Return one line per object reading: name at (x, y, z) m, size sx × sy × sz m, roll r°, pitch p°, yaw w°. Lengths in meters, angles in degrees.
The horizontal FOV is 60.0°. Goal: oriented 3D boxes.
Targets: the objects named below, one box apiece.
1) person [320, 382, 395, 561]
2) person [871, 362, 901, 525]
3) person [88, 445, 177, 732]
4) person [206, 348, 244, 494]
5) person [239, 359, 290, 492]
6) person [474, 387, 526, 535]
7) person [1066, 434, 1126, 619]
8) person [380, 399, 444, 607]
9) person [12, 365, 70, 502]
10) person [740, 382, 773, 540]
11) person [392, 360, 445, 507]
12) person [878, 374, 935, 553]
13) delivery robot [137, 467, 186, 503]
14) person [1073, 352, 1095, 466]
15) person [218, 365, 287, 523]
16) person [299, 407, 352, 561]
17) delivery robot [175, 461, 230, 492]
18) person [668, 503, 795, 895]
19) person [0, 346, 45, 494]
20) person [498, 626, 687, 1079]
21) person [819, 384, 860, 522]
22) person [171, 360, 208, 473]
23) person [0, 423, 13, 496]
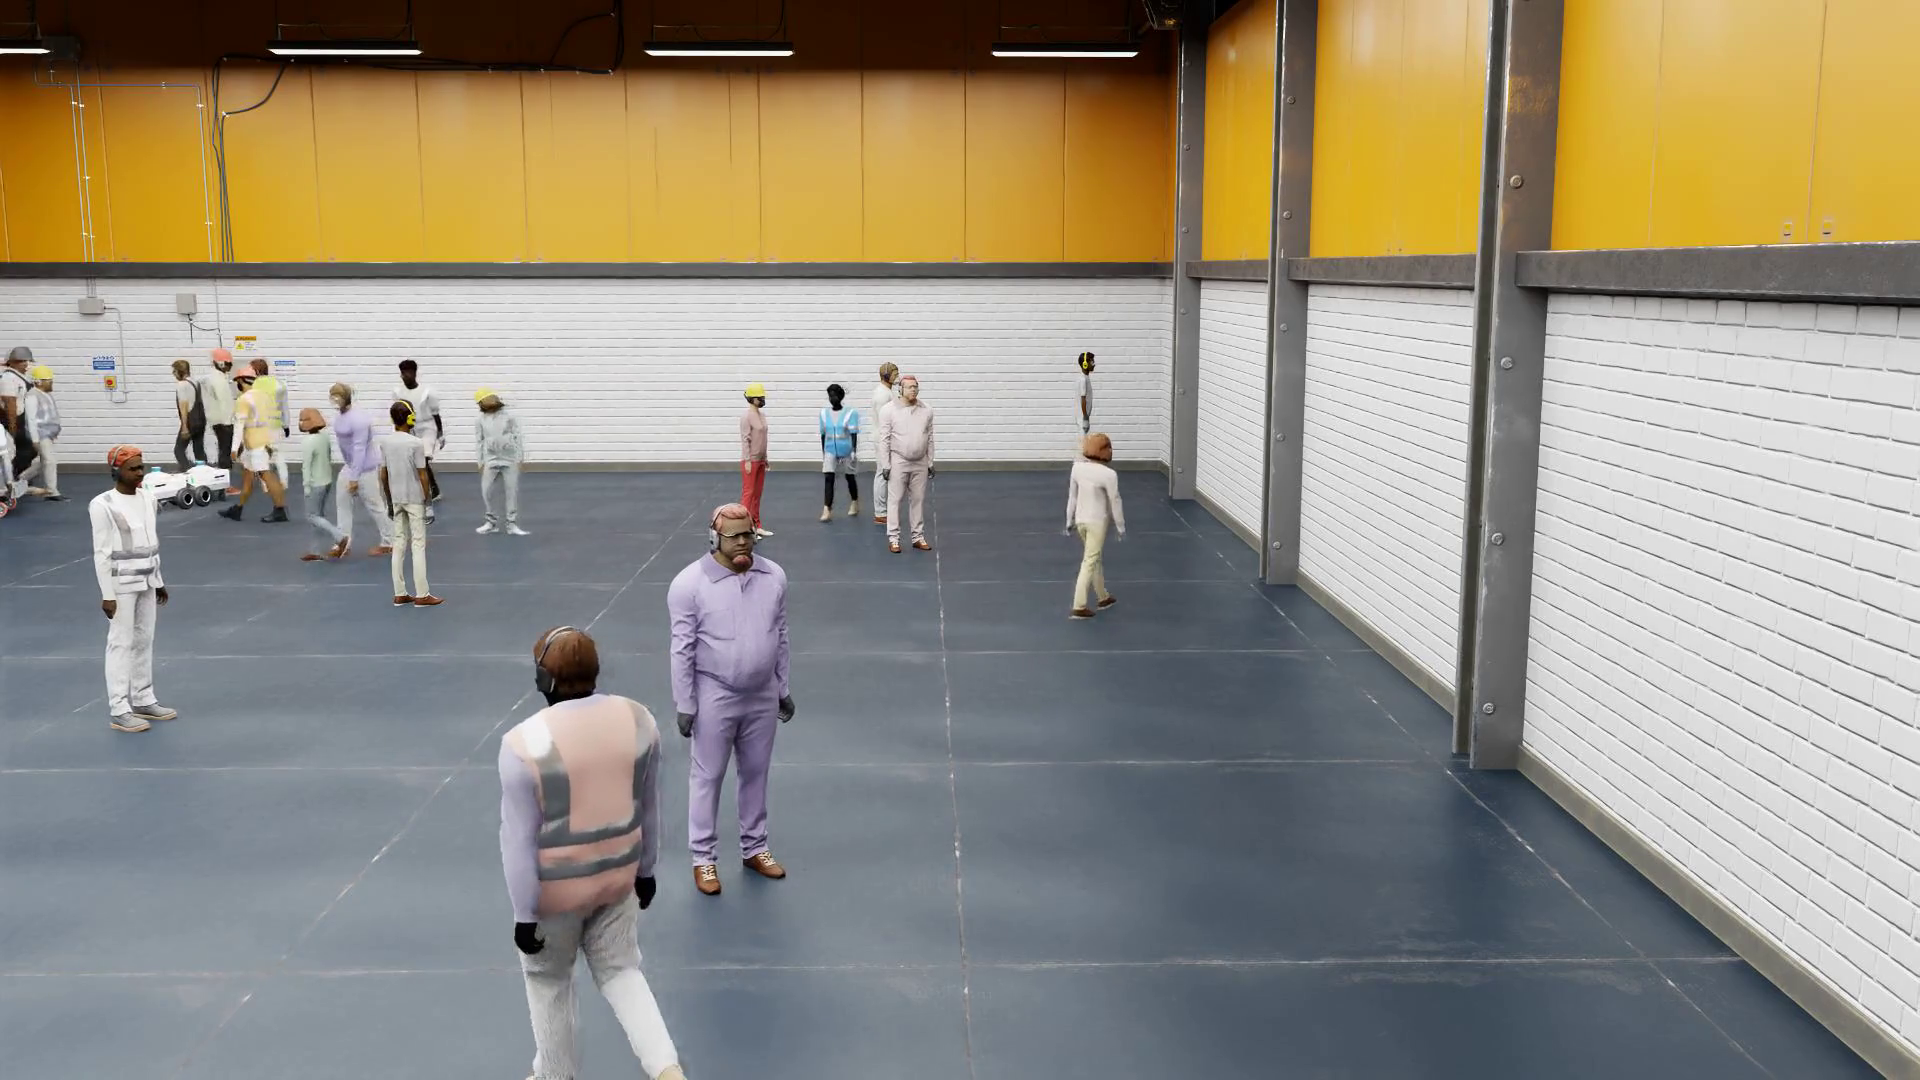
person at (-6.282, -0.702, 17.246) m, size 0.940 × 1.868 × 0.640 m, roll -9°, pitch 13°, yaw -44°
person at (-0.881, -1.150, 19.788) m, size 0.355 × 1.938 × 0.634 m, roll 0°, pitch 9°, yaw -1°
person at (-5.476, 0.310, 11.008) m, size 0.349 × 1.882 × 0.577 m, roll 2°, pitch 9°, yaw 11°
person at (-9.870, -1.587, 22.330) m, size 0.421 × 1.977 × 0.633 m, roll -3°, pitch 10°, yaw -19°
person at (-9.507, -1.561, 22.736) m, size 0.650 × 1.814 × 0.520 m, roll -7°, pitch 11°, yaw -36°
person at (-5.247, -0.889, 18.946) m, size 0.614 × 1.698 × 0.348 m, roll 0°, pitch 9°, yaw -3°
person at (1.244, -0.132, 14.543) m, size 0.768 × 1.598 × 0.532 m, roll -8°, pitch 12°, yaw -40°
person at (-4.946, -0.329, 14.952) m, size 0.511 × 1.877 × 0.328 m, roll 3°, pitch 10°, yaw 20°
person at (-11.982, -1.365, 21.556) m, size 0.666 × 1.807 × 0.592 m, roll -1°, pitch 9°, yaw -9°
person at (-2.295, -0.893, 18.737) m, size 0.315 × 1.769 × 0.523 m, roll 3°, pitch 10°, yaw 18°
person at (-6.922, -1.371, 21.333) m, size 0.609 × 1.891 × 0.990 m, roll 2°, pitch 10°, yaw 14°
person at (-0.551, -0.823, 17.867) m, size 0.641 × 1.913 × 0.408 m, roll -5°, pitch 10°, yaw -27°
delivery robot at (-10.046, -0.673, 20.805) m, size 0.477 × 0.478 × 0.707 m, roll 3°, pitch 10°, yaw 18°
person at (1.757, -1.710, 23.429) m, size 0.333 × 1.873 × 0.520 m, roll 0°, pitch 9°, yaw 1°
person at (-8.533, -1.138, 19.870) m, size 0.952 × 1.873 × 0.698 m, roll 0°, pitch 9°, yaw 2°
person at (-6.588, -0.562, 17.160) m, size 0.560 × 1.615 × 0.504 m, roll 1°, pitch 9°, yaw 7°
delivery robot at (-9.785, -0.782, 21.475) m, size 0.477 × 0.478 × 0.707 m, roll 3°, pitch 10°, yaw 18°
person at (-1.093, 0.763, 8.155) m, size 0.649 × 1.906 × 0.401 m, roll -7°, pitch 11°, yaw -35°
person at (-12.561, -1.607, 22.276) m, size 0.566 × 2.000 × 0.716 m, roll -4°, pitch 10°, yaw -21°
person at (-1.269, 1.202, 5.761) m, size 0.782 × 1.819 × 0.632 m, roll 9°, pitch 13°, yaw 44°
person at (-1.448, -1.072, 20.176) m, size 0.534 × 1.654 × 0.864 m, roll 3°, pitch 10°, yaw 15°
person at (-10.423, -1.526, 22.466) m, size 0.583 × 1.811 × 0.546 m, roll 1°, pitch 9°, yaw 9°
person at (-9.850, -0.618, 16.705) m, size 0.567 × 1.877 × 1.005 m, roll -4°, pitch 10°, yaw -22°
